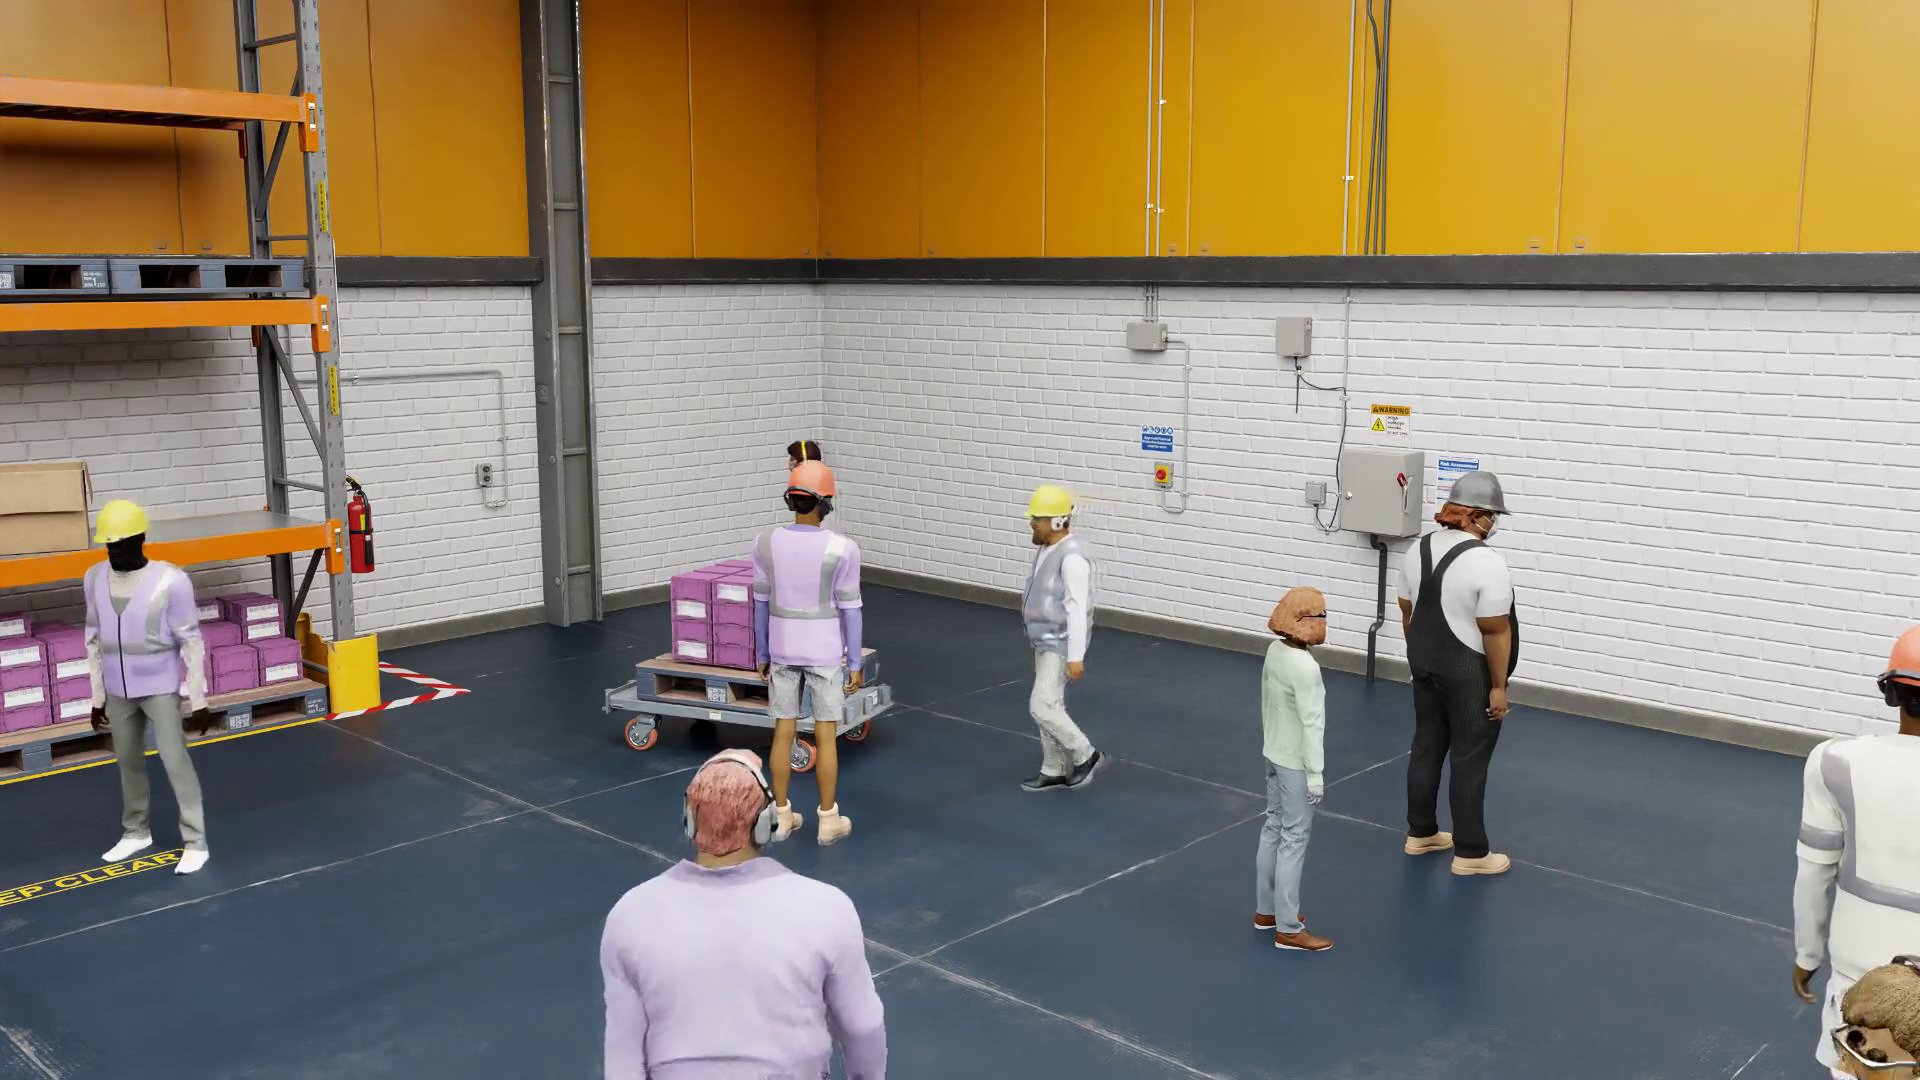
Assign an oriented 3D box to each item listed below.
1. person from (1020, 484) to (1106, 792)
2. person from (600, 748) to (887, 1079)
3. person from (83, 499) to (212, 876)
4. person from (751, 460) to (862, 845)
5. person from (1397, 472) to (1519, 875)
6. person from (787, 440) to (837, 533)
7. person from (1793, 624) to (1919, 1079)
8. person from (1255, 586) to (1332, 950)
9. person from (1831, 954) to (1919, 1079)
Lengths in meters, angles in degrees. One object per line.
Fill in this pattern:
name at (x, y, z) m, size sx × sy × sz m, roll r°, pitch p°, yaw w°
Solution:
person at (0.545, 0.580, 9.557) m, size 0.419 × 1.815 × 0.619 m, roll -2°, pitch 10°, yaw -13°
person at (-0.526, 1.441, 4.178) m, size 0.657 × 1.853 × 1.021 m, roll 2°, pitch 9°, yaw 11°
person at (-4.126, 0.724, 8.407) m, size 0.629 × 1.917 × 0.402 m, roll 2°, pitch 9°, yaw 10°
person at (-0.795, 0.594, 8.801) m, size 0.603 × 2.038 × 0.401 m, roll 2°, pitch 10°, yaw 14°
person at (2.569, 0.649, 8.445) m, size 0.535 × 2.000 × 0.685 m, roll -4°, pitch 10°, yaw -25°
person at (-0.968, 0.213, 11.743) m, size 0.540 × 1.843 × 0.534 m, roll 5°, pitch 11°, yaw 28°
person at (2.761, 1.233, 4.854) m, size 0.606 × 2.045 × 0.389 m, roll 9°, pitch 13°, yaw 44°
person at (1.505, 1.011, 7.473) m, size 0.268 × 1.632 × 0.509 m, roll -2°, pitch 9°, yaw -11°
person at (1.558, 1.628, 2.893) m, size 0.983 × 1.886 × 0.655 m, roll 1°, pitch 9°, yaw 6°
